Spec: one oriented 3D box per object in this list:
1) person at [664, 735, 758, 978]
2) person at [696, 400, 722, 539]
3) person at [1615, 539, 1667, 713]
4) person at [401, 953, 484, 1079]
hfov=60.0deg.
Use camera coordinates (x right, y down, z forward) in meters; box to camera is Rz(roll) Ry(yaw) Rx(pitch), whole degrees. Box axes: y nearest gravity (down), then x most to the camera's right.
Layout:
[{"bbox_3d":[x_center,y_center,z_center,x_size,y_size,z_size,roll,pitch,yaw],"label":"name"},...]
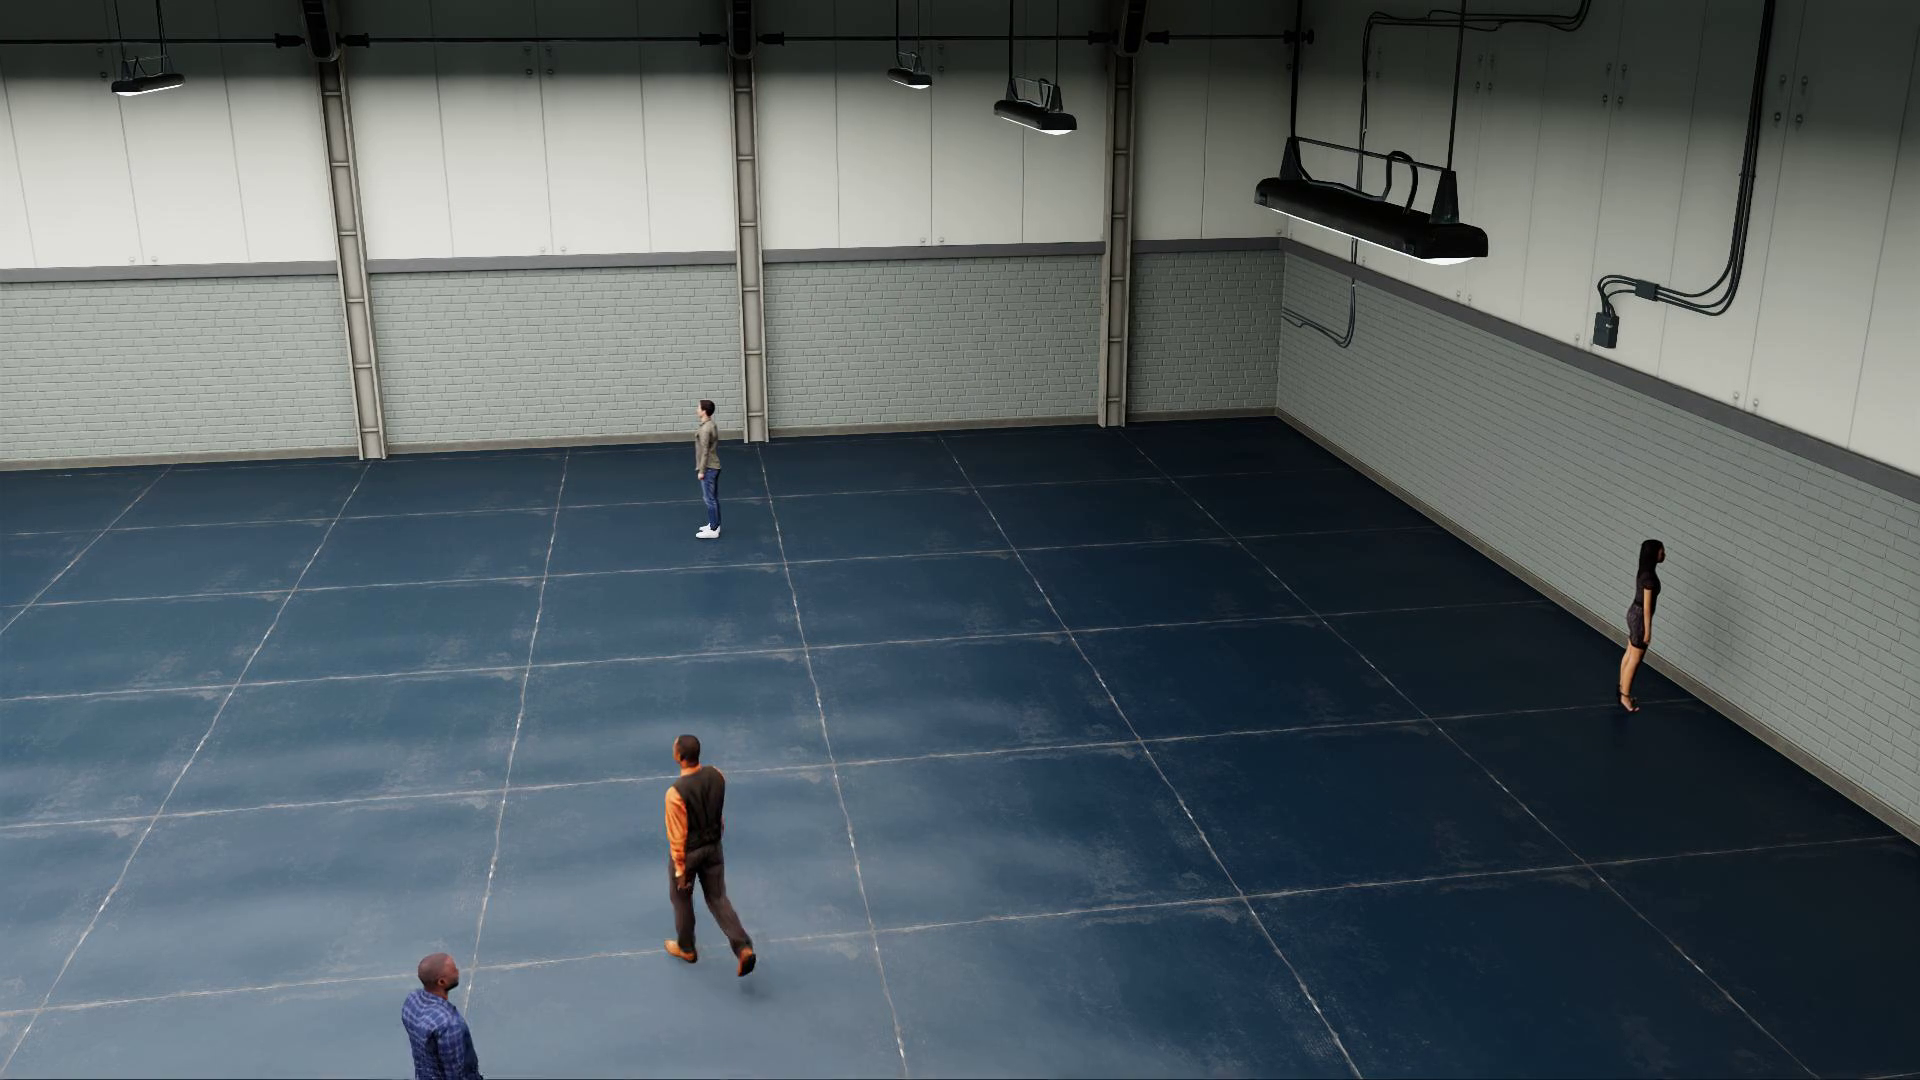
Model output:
[{"bbox_3d":[-1.824,2.317,12.047,1.223,1.879,1.157,-16,24,-41],"label":"person"},{"bbox_3d":[-3.329,-0.956,22.120,0.672,1.865,0.752,1,18,3],"label":"person"},{"bbox_3d":[6.834,0.844,16.718,0.644,1.788,0.650,5,19,14],"label":"person"},{"bbox_3d":[-2.975,3.195,9.460,0.841,1.812,0.811,-16,24,-41],"label":"person"}]
